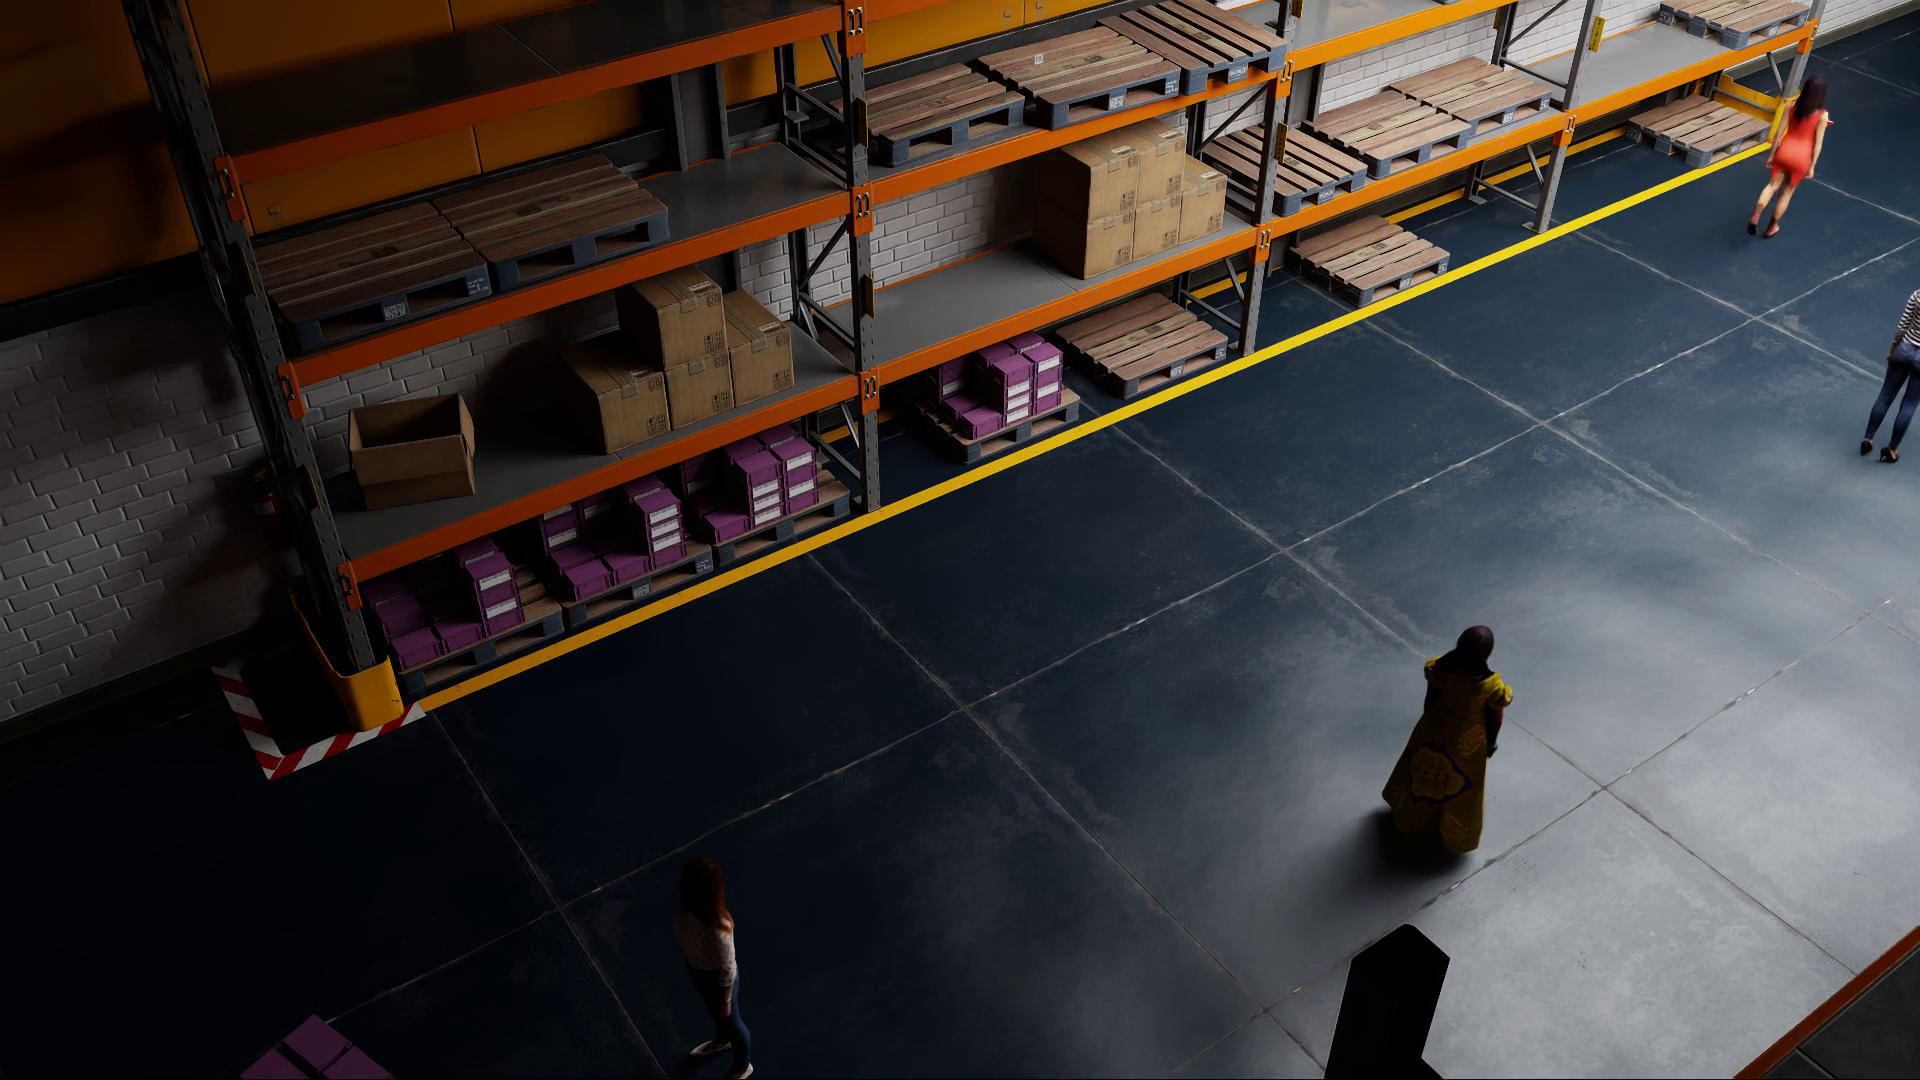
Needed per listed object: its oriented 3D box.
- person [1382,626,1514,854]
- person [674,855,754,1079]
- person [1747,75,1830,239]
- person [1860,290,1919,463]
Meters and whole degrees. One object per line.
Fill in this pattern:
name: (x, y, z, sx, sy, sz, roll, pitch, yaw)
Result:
person: (2.994, 1.181, 10.066, 0.955, 1.659, 0.917, 24, 45, 27)
person: (-1.280, 2.242, 8.681, 0.537, 1.728, 0.596, -18, 42, -21)
person: (8.017, -3.654, 16.083, 0.675, 1.705, 0.878, 32, 48, 34)
person: (7.570, -1.405, 13.194, 0.491, 1.796, 0.595, -26, 45, -29)
